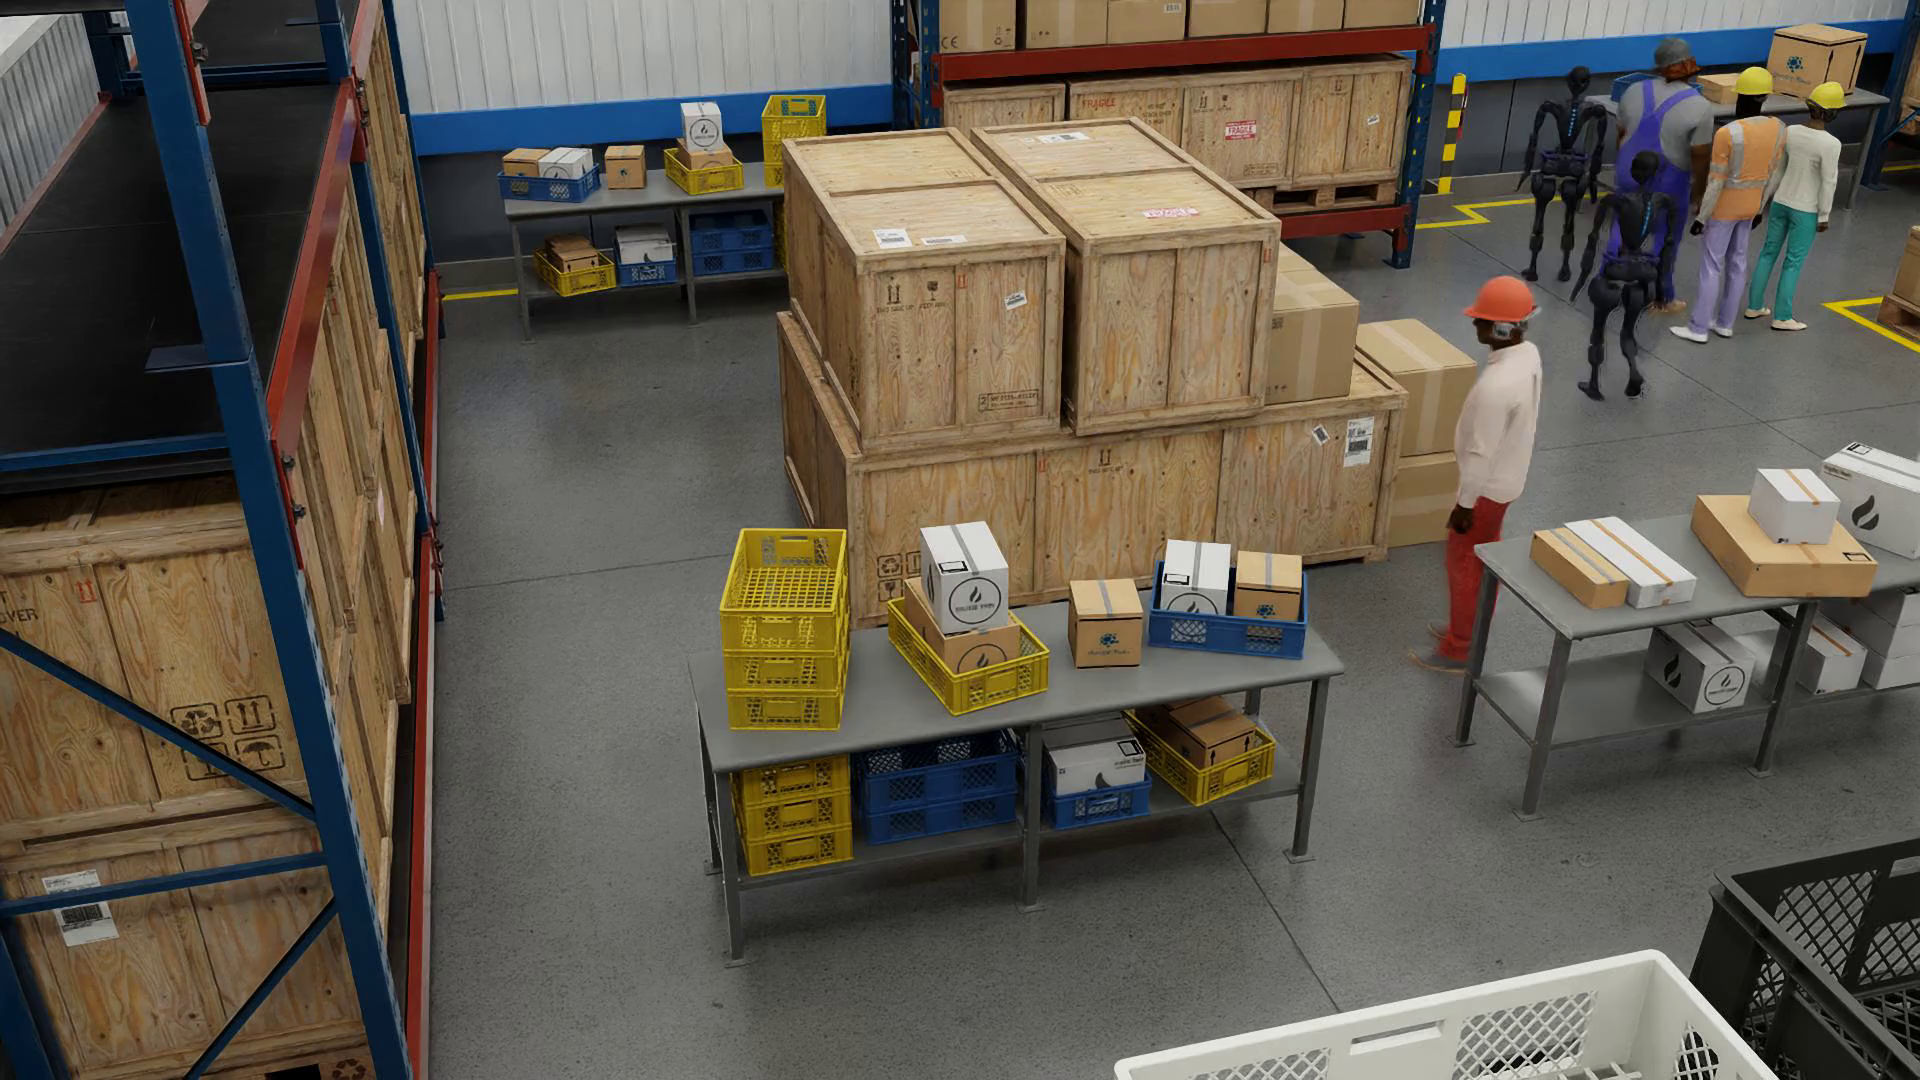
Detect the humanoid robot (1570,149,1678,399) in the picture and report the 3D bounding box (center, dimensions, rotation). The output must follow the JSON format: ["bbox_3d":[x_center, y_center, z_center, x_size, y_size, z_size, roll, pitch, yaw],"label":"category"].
[{"bbox_3d":[4.281,-1.682,10.713,0.595,1.647,0.462,-2,29,-3],"label":"humanoid robot"}]

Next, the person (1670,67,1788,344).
[{"bbox_3d":[5.372,-2.321,11.615,0.592,1.922,0.384,-11,31,-19],"label":"person"}]

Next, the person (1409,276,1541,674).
[{"bbox_3d":[2.468,-0.296,7.885,0.420,1.979,0.621,17,33,28],"label":"person"}]

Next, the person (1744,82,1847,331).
[{"bbox_3d":[5.995,-2.378,11.879,0.313,1.769,0.523,-10,30,-18],"label":"person"}]

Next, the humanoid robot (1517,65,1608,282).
[{"bbox_3d":[4.603,-2.806,12.747,0.593,1.651,0.345,7,30,13],"label":"humanoid robot"}]

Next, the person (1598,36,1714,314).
[{"bbox_3d":[5.098,-2.642,12.078,0.535,2.000,0.775,-20,35,-32],"label":"person"}]
